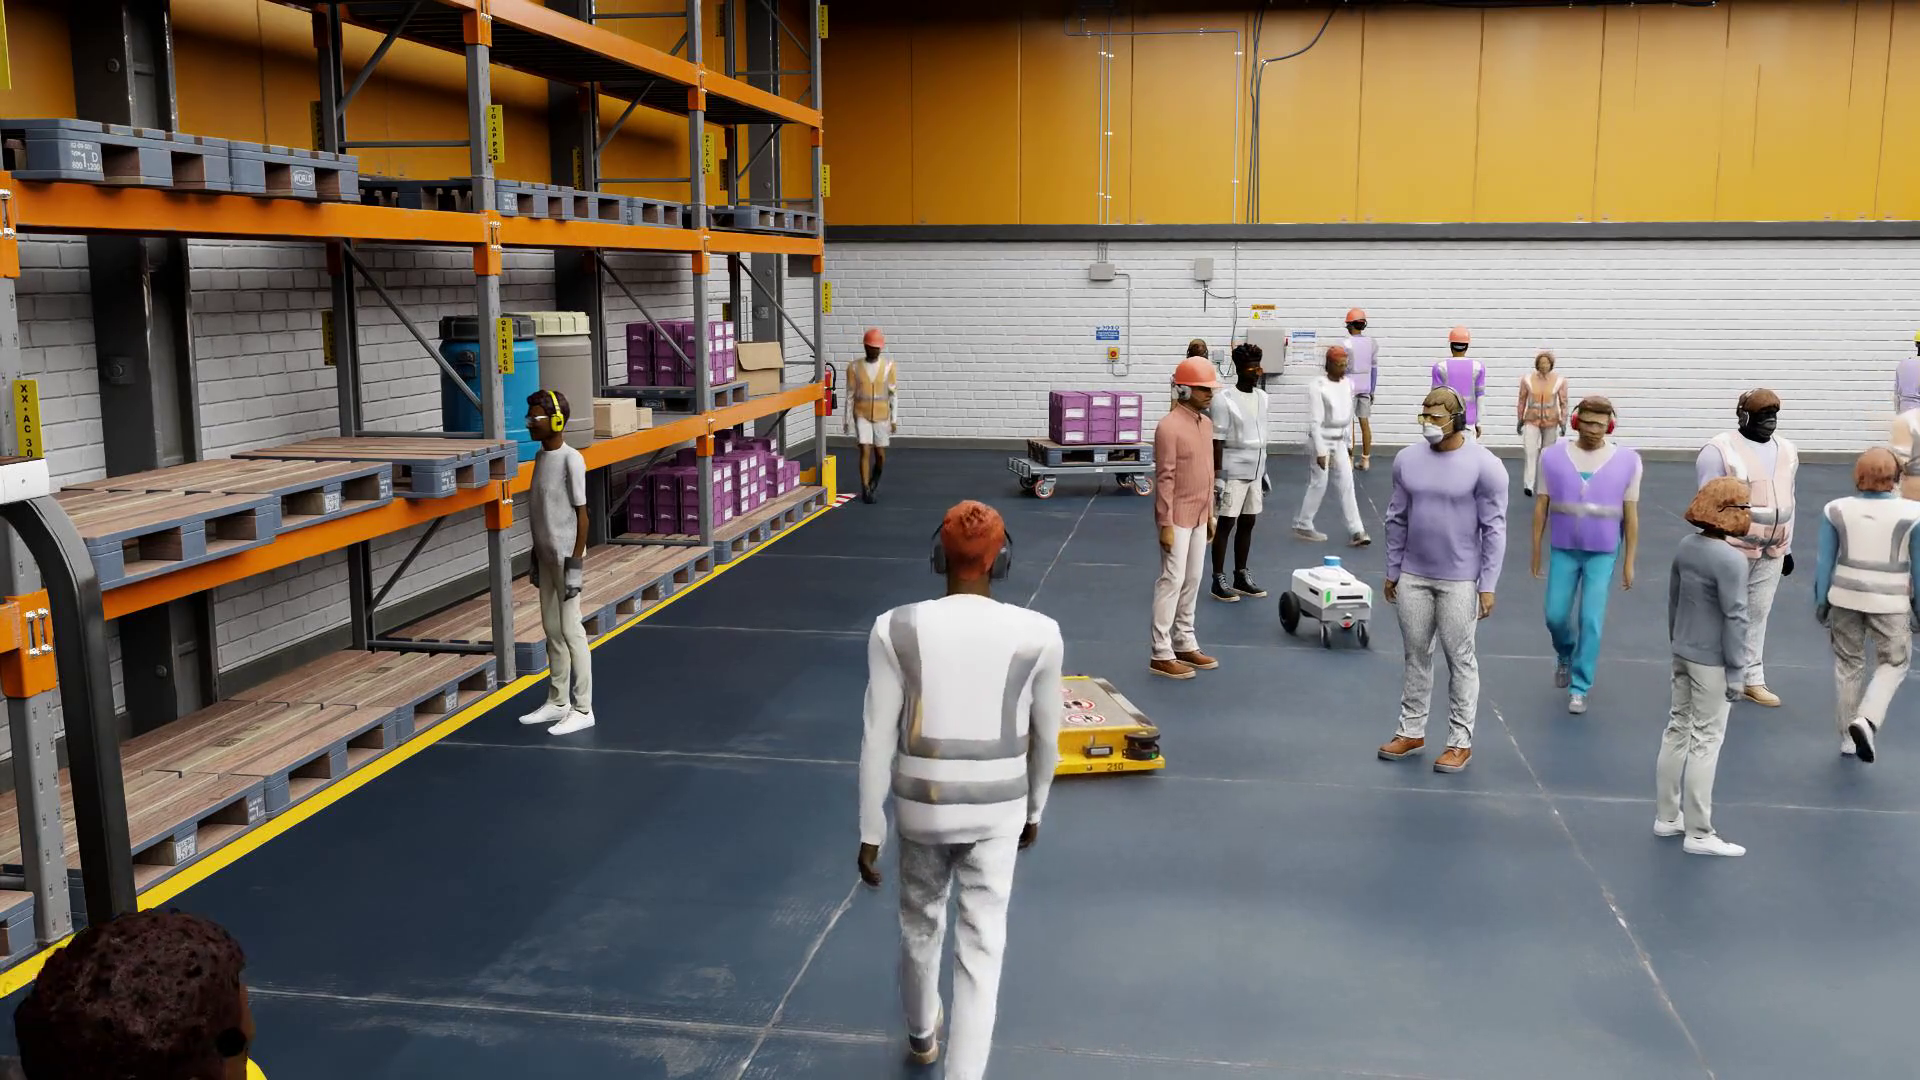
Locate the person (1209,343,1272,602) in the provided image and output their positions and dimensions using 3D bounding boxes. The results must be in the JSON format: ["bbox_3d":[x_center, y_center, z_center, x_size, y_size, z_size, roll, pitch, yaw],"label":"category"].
[{"bbox_3d":[2.145,-0.516,12.665,0.614,1.960,0.362,-7,12,-39],"label":"person"}]

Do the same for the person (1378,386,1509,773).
[{"bbox_3d":[2.417,0.193,8.369,0.353,1.937,0.635,-9,13,-43],"label":"person"}]

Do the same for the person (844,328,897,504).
[{"bbox_3d":[-0.982,-1.368,18.120,0.583,1.906,0.749,-2,9,-11],"label":"person"}]

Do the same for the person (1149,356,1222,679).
[{"bbox_3d":[1.415,-0.143,10.307,0.408,1.986,0.617,6,11,35],"label":"person"}]

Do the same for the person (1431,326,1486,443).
[{"bbox_3d":[5.138,-1.242,17.225,0.544,1.939,0.354,1,9,6],"label":"person"}]

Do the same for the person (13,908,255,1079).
[{"bbox_3d":[-0.774,1.287,1.811,0.625,1.866,0.978,4,10,22],"label":"person"}]

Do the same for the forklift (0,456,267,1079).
[{"bbox_3d":[-2.328,0.975,2.765,2.313,2.155,1.214,1,9,9],"label":"forklift"}]

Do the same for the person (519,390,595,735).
[{"bbox_3d":[-2.204,0.117,9.052,0.328,1.872,0.515,-8,12,-41],"label":"person"}]

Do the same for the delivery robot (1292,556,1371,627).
[{"bbox_3d":[2.530,0.355,11.342,0.477,0.478,0.707,-1,9,-8],"label":"delivery robot"}]

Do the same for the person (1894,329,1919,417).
[{"bbox_3d":[10.042,-1.268,17.418,0.363,1.928,0.587,-2,9,-14],"label":"person"}]

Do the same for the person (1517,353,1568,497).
[{"bbox_3d":[6.451,-1.272,18.432,0.543,1.588,0.845,3,10,20],"label":"person"}]

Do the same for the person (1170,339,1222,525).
[{"bbox_3d":[2.310,-1.046,16.302,0.519,1.844,0.330,3,10,19],"label":"person"}]

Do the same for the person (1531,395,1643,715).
[{"bbox_3d":[3.583,0.068,9.538,0.574,1.817,0.533,5,10,28],"label":"person"}]

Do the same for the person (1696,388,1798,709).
[{"bbox_3d":[4.525,0.051,9.548,0.627,1.844,0.428,-2,10,-14],"label":"person"}]

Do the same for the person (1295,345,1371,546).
[{"bbox_3d":[3.400,-0.855,15.143,0.666,1.835,0.849,-7,12,-37],"label":"person"}]

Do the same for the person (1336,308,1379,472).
[{"bbox_3d":[4.923,-1.875,20.803,0.609,2.044,0.396,-4,10,-22],"label":"person"}]

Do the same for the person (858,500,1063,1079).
[{"bbox_3d":[0.009,0.793,4.953,0.577,1.841,0.940,0,9,2],"label":"person"}]

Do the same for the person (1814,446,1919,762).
[{"bbox_3d":[4.593,0.338,8.420,0.526,1.624,0.531,8,12,42],"label":"person"}]

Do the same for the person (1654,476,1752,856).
[{"bbox_3d":[3.236,0.534,7.205,0.277,1.632,0.502,-1,9,-4],"label":"person"}]

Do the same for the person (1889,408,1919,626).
[{"bbox_3d":[6.568,-0.239,11.193,0.609,1.890,0.919,2,9,13],"label":"person"}]

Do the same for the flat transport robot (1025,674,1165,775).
[{"bbox_3d":[0.568,0.948,8.846,0.652,0.197,1.431,-2,9,-10],"label":"flat transport robot"}]
